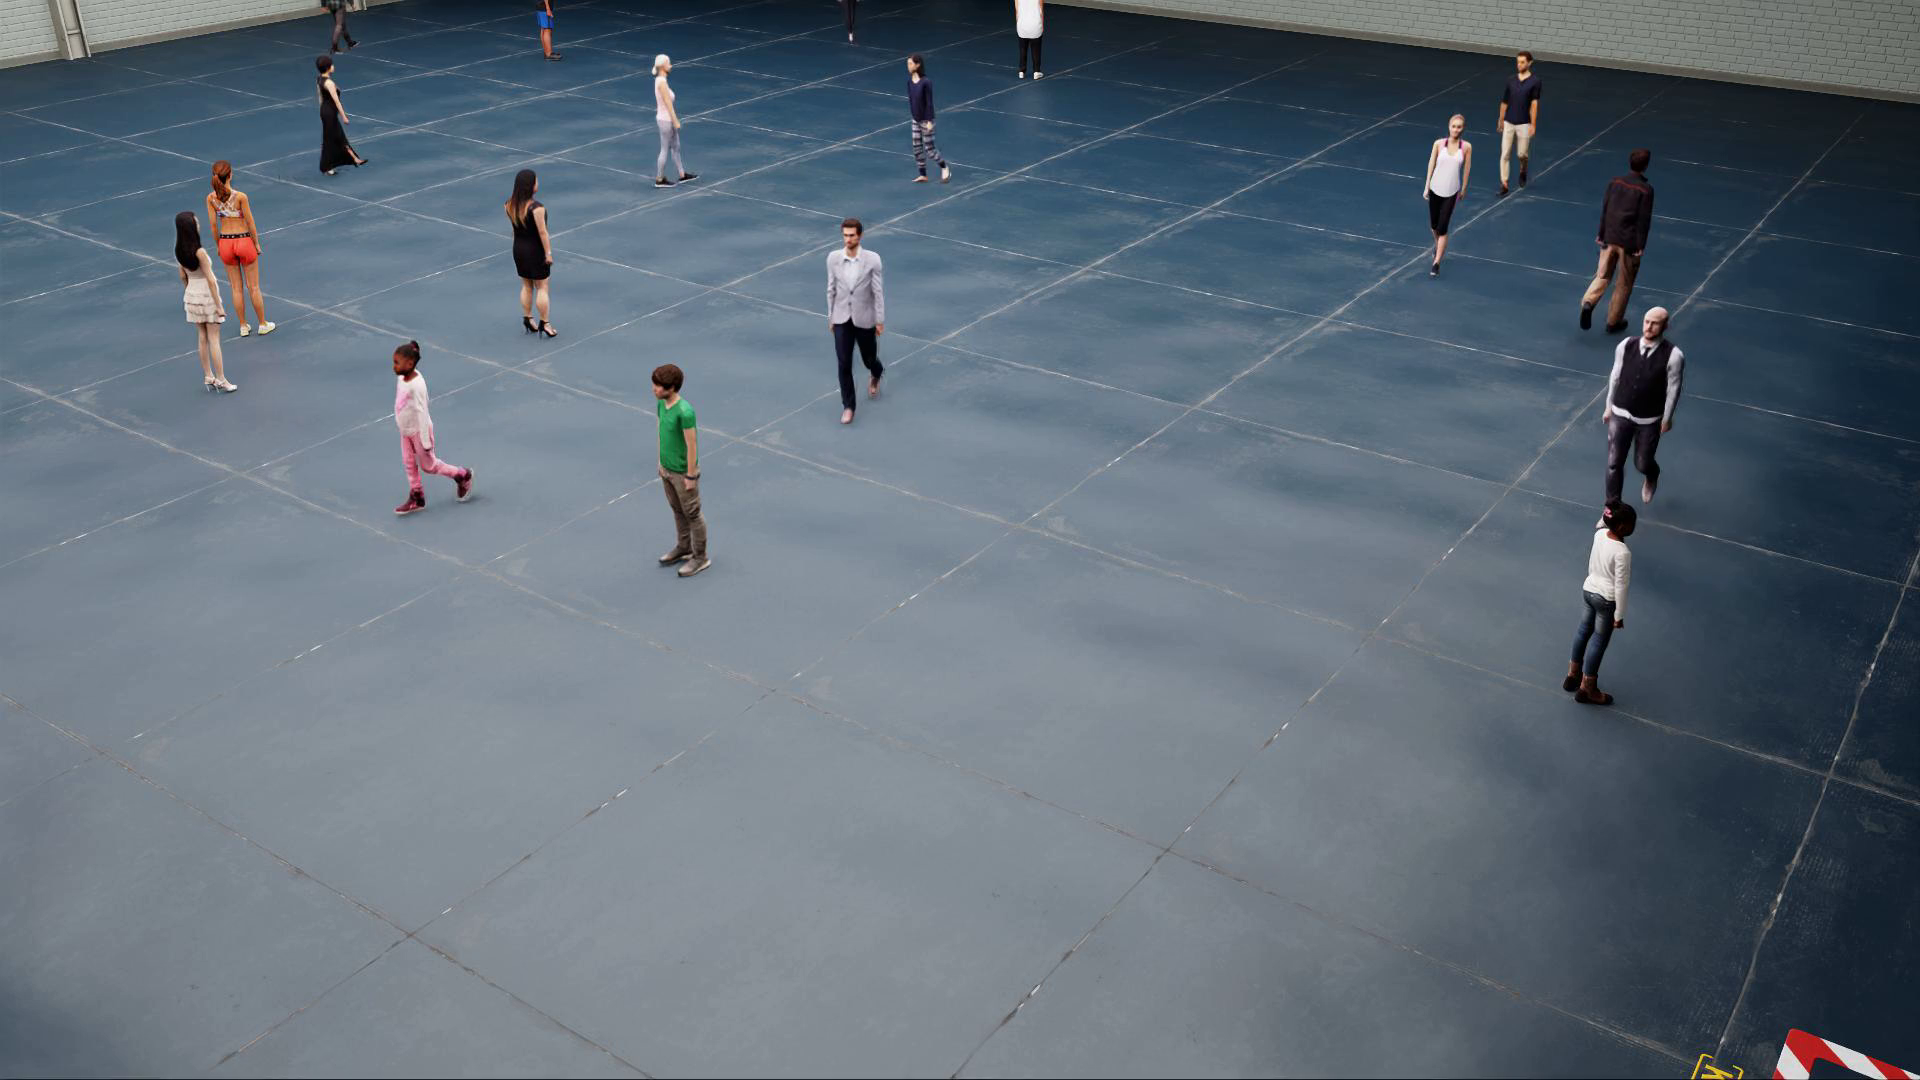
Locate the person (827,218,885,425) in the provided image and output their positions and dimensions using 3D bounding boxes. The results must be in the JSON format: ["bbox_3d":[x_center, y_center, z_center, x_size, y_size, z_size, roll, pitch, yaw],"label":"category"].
[{"bbox_3d":[-0.926,-2.022,15.063,0.962,1.830,1.181,5,28,10],"label":"person"}]

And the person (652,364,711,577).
[{"bbox_3d":[-2.077,-0.542,12.383,0.605,1.651,0.644,-21,34,-35],"label":"person"}]

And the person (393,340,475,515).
[{"bbox_3d":[-4.297,-0.911,13.345,0.952,1.428,0.699,-20,34,-34],"label":"person"}]

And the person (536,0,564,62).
[{"bbox_3d":[-7.385,-9.467,29.555,0.742,1.799,0.705,-10,29,-19],"label":"person"}]

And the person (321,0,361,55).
[{"bbox_3d":[-10.761,-9.195,28.566,0.784,1.678,1.109,13,30,23],"label":"person"}]

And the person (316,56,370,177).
[{"bbox_3d":[-8.600,-5.703,22.495,1.017,1.570,0.778,-19,33,-33],"label":"person"}]

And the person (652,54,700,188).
[{"bbox_3d":[-3.937,-5.530,21.996,0.914,1.719,0.839,-6,28,-12],"label":"person"}]

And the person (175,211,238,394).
[{"bbox_3d":[-7.083,-2.218,15.547,0.595,1.735,0.541,15,31,26],"label":"person"}]

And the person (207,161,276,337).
[{"bbox_3d":[-7.364,-2.966,16.939,0.667,1.789,0.720,-3,27,-7],"label":"person"}]

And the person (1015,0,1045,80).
[{"bbox_3d":[1.188,-8.709,28.205,0.721,1.687,0.701,9,29,17],"label":"person"}]

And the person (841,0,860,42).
[{"bbox_3d":[-2.077,-10.198,31.080,1.065,1.702,1.133,-4,28,-8],"label":"person"}]

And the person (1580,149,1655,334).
[{"bbox_3d":[6.654,-2.995,16.868,1.064,1.907,0.826,-23,35,-37],"label":"person"}]

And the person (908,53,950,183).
[{"bbox_3d":[-0.437,-5.622,22.185,0.721,1.711,0.856,24,36,38],"label":"person"}]

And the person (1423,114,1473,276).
[{"bbox_3d":[5.500,-3.944,18.877,0.750,1.754,1.175,12,30,22],"label":"person"}]

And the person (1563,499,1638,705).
[{"bbox_3d":[4.182,0.377,10.816,0.652,1.452,0.595,-5,28,-9],"label":"person"}]

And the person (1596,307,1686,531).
[{"bbox_3d":[5.346,-0.966,13.045,0.764,1.800,1.034,23,35,37],"label":"person"}]

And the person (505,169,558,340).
[{"bbox_3d":[-4.354,-2.902,16.900,0.642,1.713,0.600,16,31,28],"label":"person"}]

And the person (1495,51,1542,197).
[{"bbox_3d":[7.296,-5.428,21.662,0.663,1.844,0.828,19,33,32],"label":"person"}]
